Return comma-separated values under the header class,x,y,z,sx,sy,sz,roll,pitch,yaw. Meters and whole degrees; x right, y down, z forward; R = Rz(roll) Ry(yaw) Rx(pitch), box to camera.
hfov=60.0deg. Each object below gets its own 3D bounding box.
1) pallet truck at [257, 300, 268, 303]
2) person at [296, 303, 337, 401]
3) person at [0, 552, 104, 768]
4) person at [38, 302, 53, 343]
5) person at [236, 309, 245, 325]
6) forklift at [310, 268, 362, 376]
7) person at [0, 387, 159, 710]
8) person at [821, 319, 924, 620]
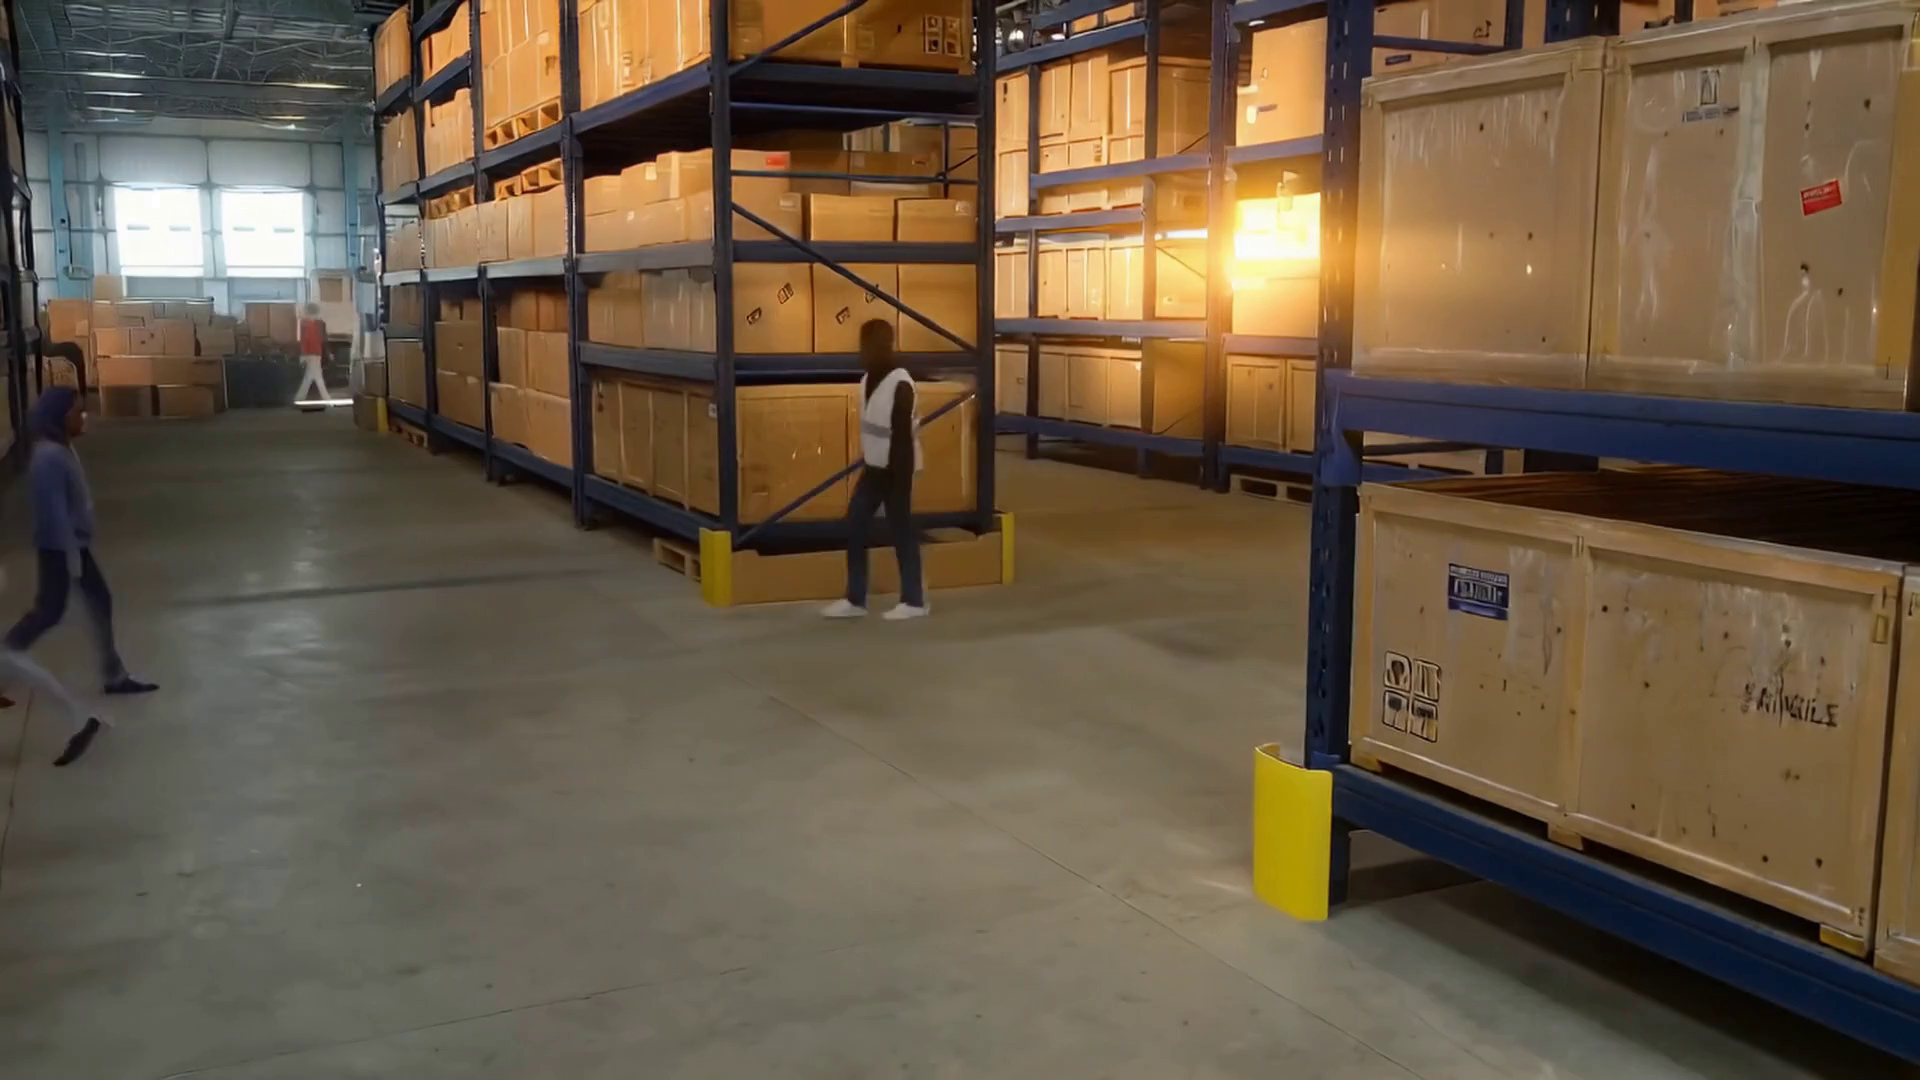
class,x,y,z,sx,sy,sz,roll,pitch,yaw
pallet truck,-23.913,-7.404,58.171,1.885,1.965,0.823,-1,8,-9
person,-12.572,-3.613,32.249,1.038,1.952,0.623,3,9,17
person,-4.085,0.219,6.968,0.783,1.603,0.509,-7,11,-40
person,-26.141,-5.820,47.448,0.632,1.938,0.359,1,8,6
person,-27.159,-7.896,62.805,0.309,1.637,0.518,-4,9,-25
forklift,-16.408,-5.712,43.475,1.129,2.768,1.873,-2,8,-11
person,-4.506,0.038,8.231,0.806,1.599,0.510,-4,9,-25
person,-0.554,-0.420,10.367,0.787,1.889,0.625,-5,9,-29
